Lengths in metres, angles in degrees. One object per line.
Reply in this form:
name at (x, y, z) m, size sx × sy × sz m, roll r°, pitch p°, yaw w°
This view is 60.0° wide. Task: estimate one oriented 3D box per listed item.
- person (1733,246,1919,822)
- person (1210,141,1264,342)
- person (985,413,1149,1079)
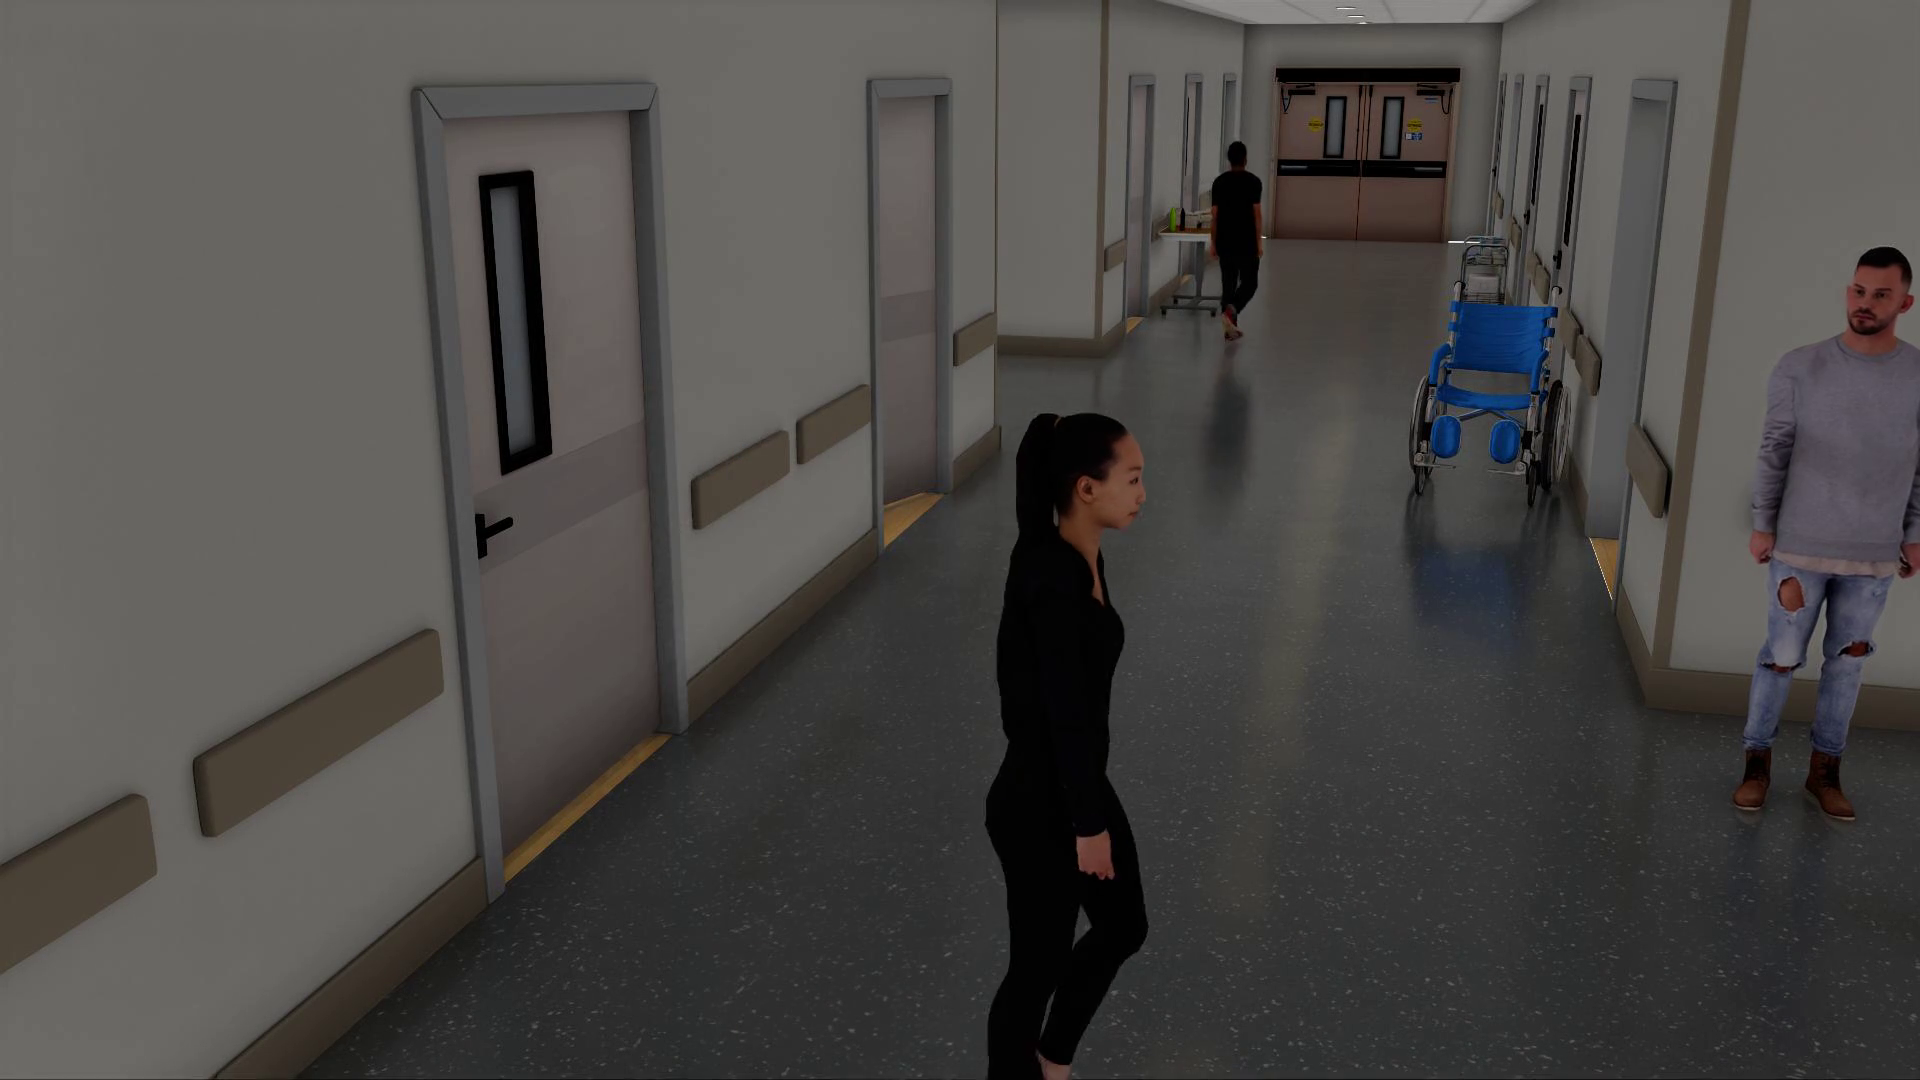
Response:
person at (2.796, -0.020, 5.314) m, size 0.673 × 1.838 × 0.553 m, roll 5°, pitch 16°, yaw 16°
person at (2.404, -2.592, 14.607) m, size 0.808 × 1.746 × 0.945 m, roll 11°, pitch 19°, yaw 33°
person at (0.113, 0.571, 3.482) m, size 0.642 × 1.694 × 0.522 m, roll 5°, pitch 16°, yaw 17°
